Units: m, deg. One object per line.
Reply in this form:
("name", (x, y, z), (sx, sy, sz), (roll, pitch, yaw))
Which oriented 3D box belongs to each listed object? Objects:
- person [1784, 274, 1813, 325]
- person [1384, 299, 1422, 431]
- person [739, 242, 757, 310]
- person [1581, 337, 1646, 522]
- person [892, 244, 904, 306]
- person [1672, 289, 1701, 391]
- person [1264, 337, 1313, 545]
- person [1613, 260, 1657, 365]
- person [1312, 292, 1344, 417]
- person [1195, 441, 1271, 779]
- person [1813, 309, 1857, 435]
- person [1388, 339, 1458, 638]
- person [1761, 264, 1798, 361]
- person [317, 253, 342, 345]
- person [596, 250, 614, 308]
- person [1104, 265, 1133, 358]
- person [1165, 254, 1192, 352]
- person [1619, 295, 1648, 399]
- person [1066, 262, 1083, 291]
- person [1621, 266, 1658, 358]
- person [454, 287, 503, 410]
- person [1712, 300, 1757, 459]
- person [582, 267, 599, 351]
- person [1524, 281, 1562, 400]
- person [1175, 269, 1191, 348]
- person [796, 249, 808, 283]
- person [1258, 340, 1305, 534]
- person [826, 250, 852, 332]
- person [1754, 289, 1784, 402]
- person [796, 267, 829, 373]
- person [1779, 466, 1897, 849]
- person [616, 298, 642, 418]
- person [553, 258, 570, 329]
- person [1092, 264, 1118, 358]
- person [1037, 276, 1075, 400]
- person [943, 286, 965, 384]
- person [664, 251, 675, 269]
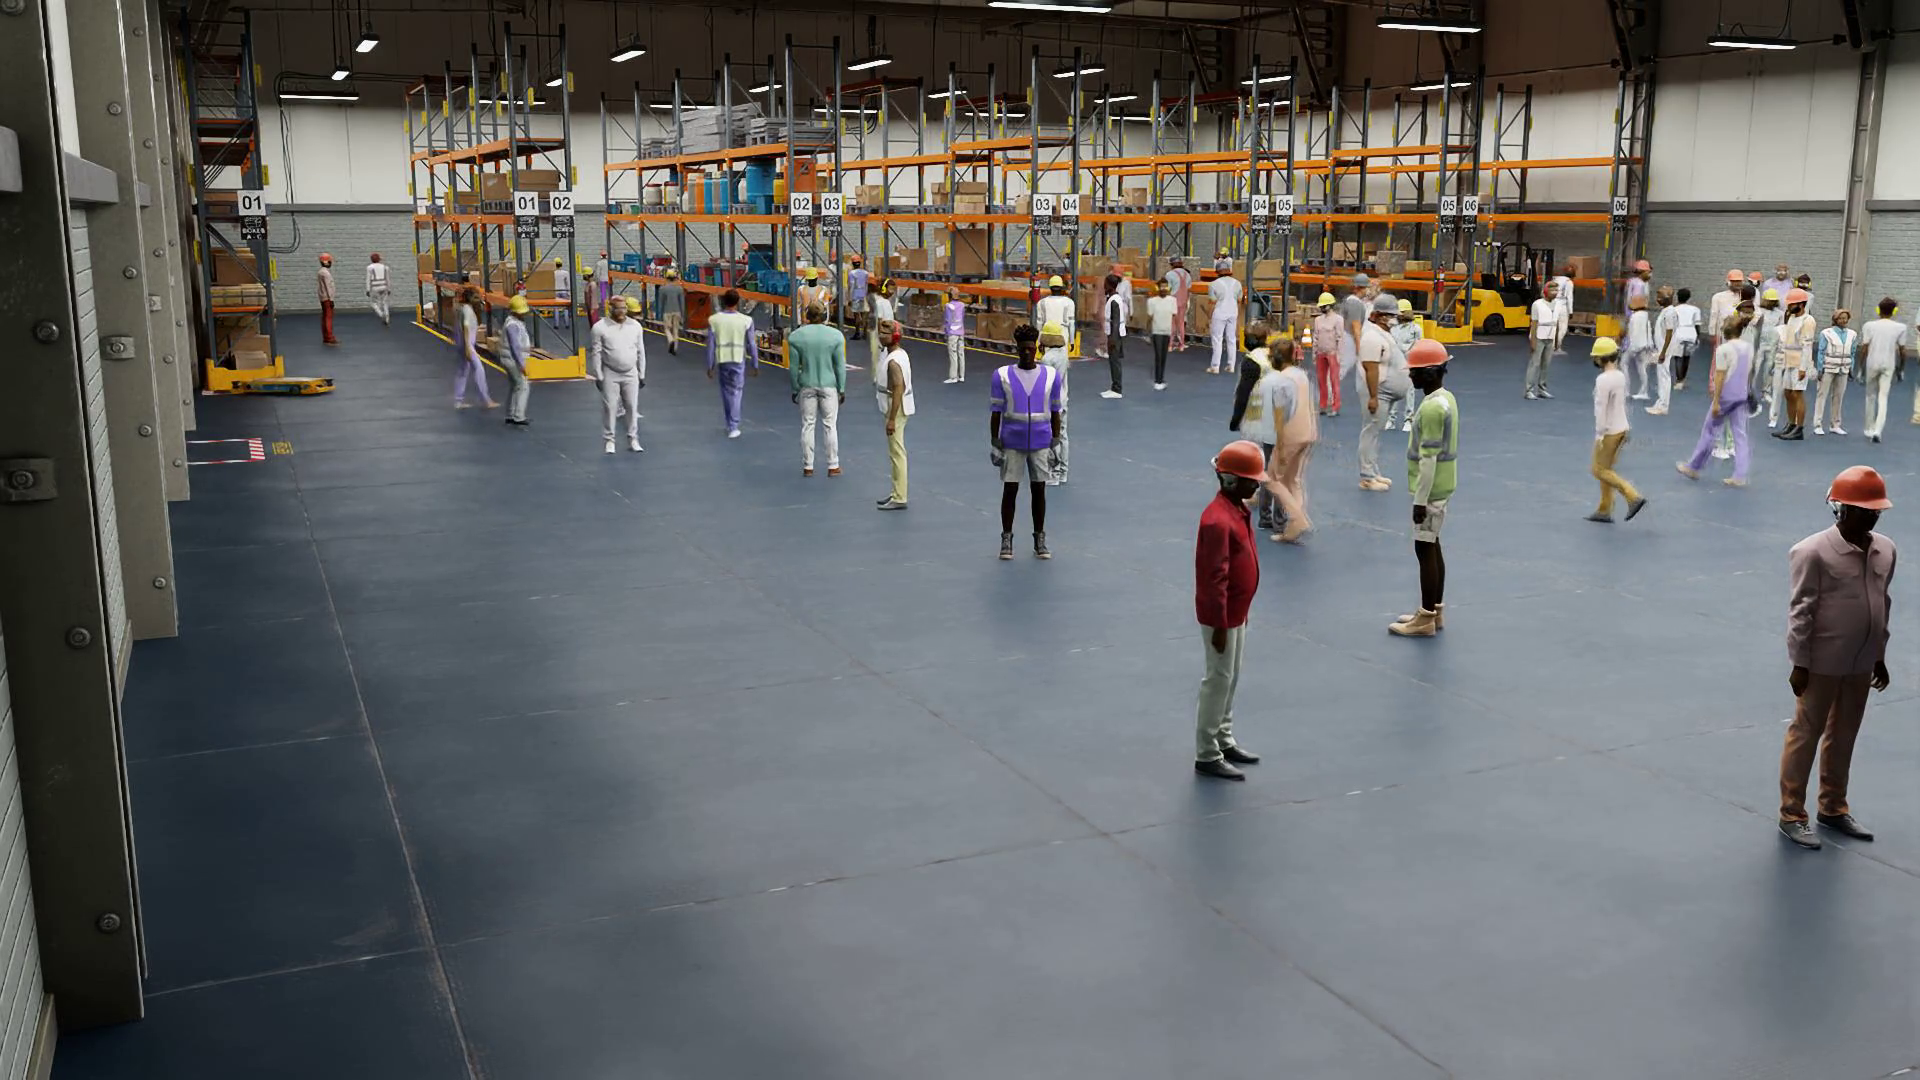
("person", (14.005, -3.506, 27.805), (0.518, 1.865, 0.330), (-2, 11, -8))
("person", (5.845, -2.309, 22.025), (0.492, 1.742, 0.316), (9, 14, 38))
("person", (-6.290, -7.848, 49.447), (0.613, 2.033, 0.412), (3, 12, 17))
("person", (6.043, -0.997, 15.354), (0.595, 1.740, 0.557), (9, 14, 39))
("person", (-1.925, -8.255, 51.826), (0.399, 1.909, 0.642), (-1, 11, -7))
("person", (11.797, -3.279, 27.229), (0.541, 1.631, 0.912), (1, 11, 6))
("person", (2.843, -0.840, 14.386), (0.439, 1.818, 0.510), (10, 15, 42))
("person", (12.855, -4.335, 31.728), (1.072, 1.990, 0.616), (1, 11, 7))
("person", (5.220, -2.637, 23.670), (0.342, 1.756, 0.533), (-8, 14, -35))
("person", (1.389, 0.353, 8.511), (0.355, 1.739, 0.574), (4, 12, 20))
("person", (11.398, -2.188, 21.672), (0.511, 1.641, 0.307), (-1, 11, -7))
("person", (3.167, -0.349, 11.339), (0.408, 2.034, 0.608), (4, 12, 22))
("person", (15.934, -4.420, 32.377), (0.644, 1.897, 0.397), (6, 12, 27))
("person", (-13.845, -5.270, 36.422), (0.375, 1.997, 0.611), (-8, 14, -36))
("person", (-10.744, -7.879, 50.328), (0.562, 1.742, 0.337), (-7, 13, -32))
("person", (3.128, -4.486, 32.797), (0.557, 1.865, 0.993), (4, 12, 19))
("person", (4.471, -4.953, 34.704), (0.689, 2.000, 0.535), (-8, 14, -36))
("person", (10.448, -2.996, 25.856), (0.630, 1.613, 0.507), (10, 15, 40))
("person", (3.100, -7.048, 45.861), (0.545, 1.834, 0.831), (0, 11, 0))
("person", (13.568, -4.492, 32.903), (0.572, 1.824, 0.939), (-10, 15, -41))
("person", (-7.079, -2.791, 24.309), (0.748, 1.804, 0.606), (-4, 12, -21))
("person", (9.134, -1.883, 19.549), (0.534, 1.865, 0.310), (-5, 12, -24))
("person", (-7.722, -4.821, 34.758), (0.333, 1.761, 0.525), (-5, 12, -23))
("person", (9.029, -3.083, 25.752), (0.578, 1.832, 0.407), (-6, 13, -28))
("person", (4.753, -4.933, 35.505), (0.319, 1.688, 0.539), (-2, 11, -9))
("person", (-5.075, -8.282, 52.391), (0.573, 1.739, 0.349), (-2, 11, -12))
("person", (2.925, -0.928, 15.012), (0.346, 1.744, 0.558), (-5, 12, -26))
("person", (-2.895, -5.983, 40.052), (0.649, 2.005, 0.553), (-2, 11, -9))
("person", (12.277, -2.949, 25.303), (0.499, 1.733, 0.337), (0, 11, -1))
("person", (-2.635, -3.913, 29.727), (0.585, 1.919, 0.374), (1, 11, 5))
("person", (4.021, 0.527, 7.586), (0.564, 1.751, 0.330), (-4, 12, -19))
("person", (-4.684, -2.567, 23.460), (0.453, 1.698, 0.592), (-1, 11, -7))
("person", (-9.995, -6.149, 41.485), (0.533, 1.766, 0.313), (-5, 12, -25))
("person", (2.934, -4.527, 32.962), (0.726, 1.873, 0.444), (-11, 15, -43))
("person", (1.467, -3.085, 25.528), (0.586, 1.918, 0.396), (2, 11, 11))
("person", (-0.098, -3.471, 28.191), (0.311, 1.642, 0.512), (8, 14, 34))
("person", (-8.430, -7.461, 48.147), (0.533, 1.767, 0.313), (8, 14, 36))
